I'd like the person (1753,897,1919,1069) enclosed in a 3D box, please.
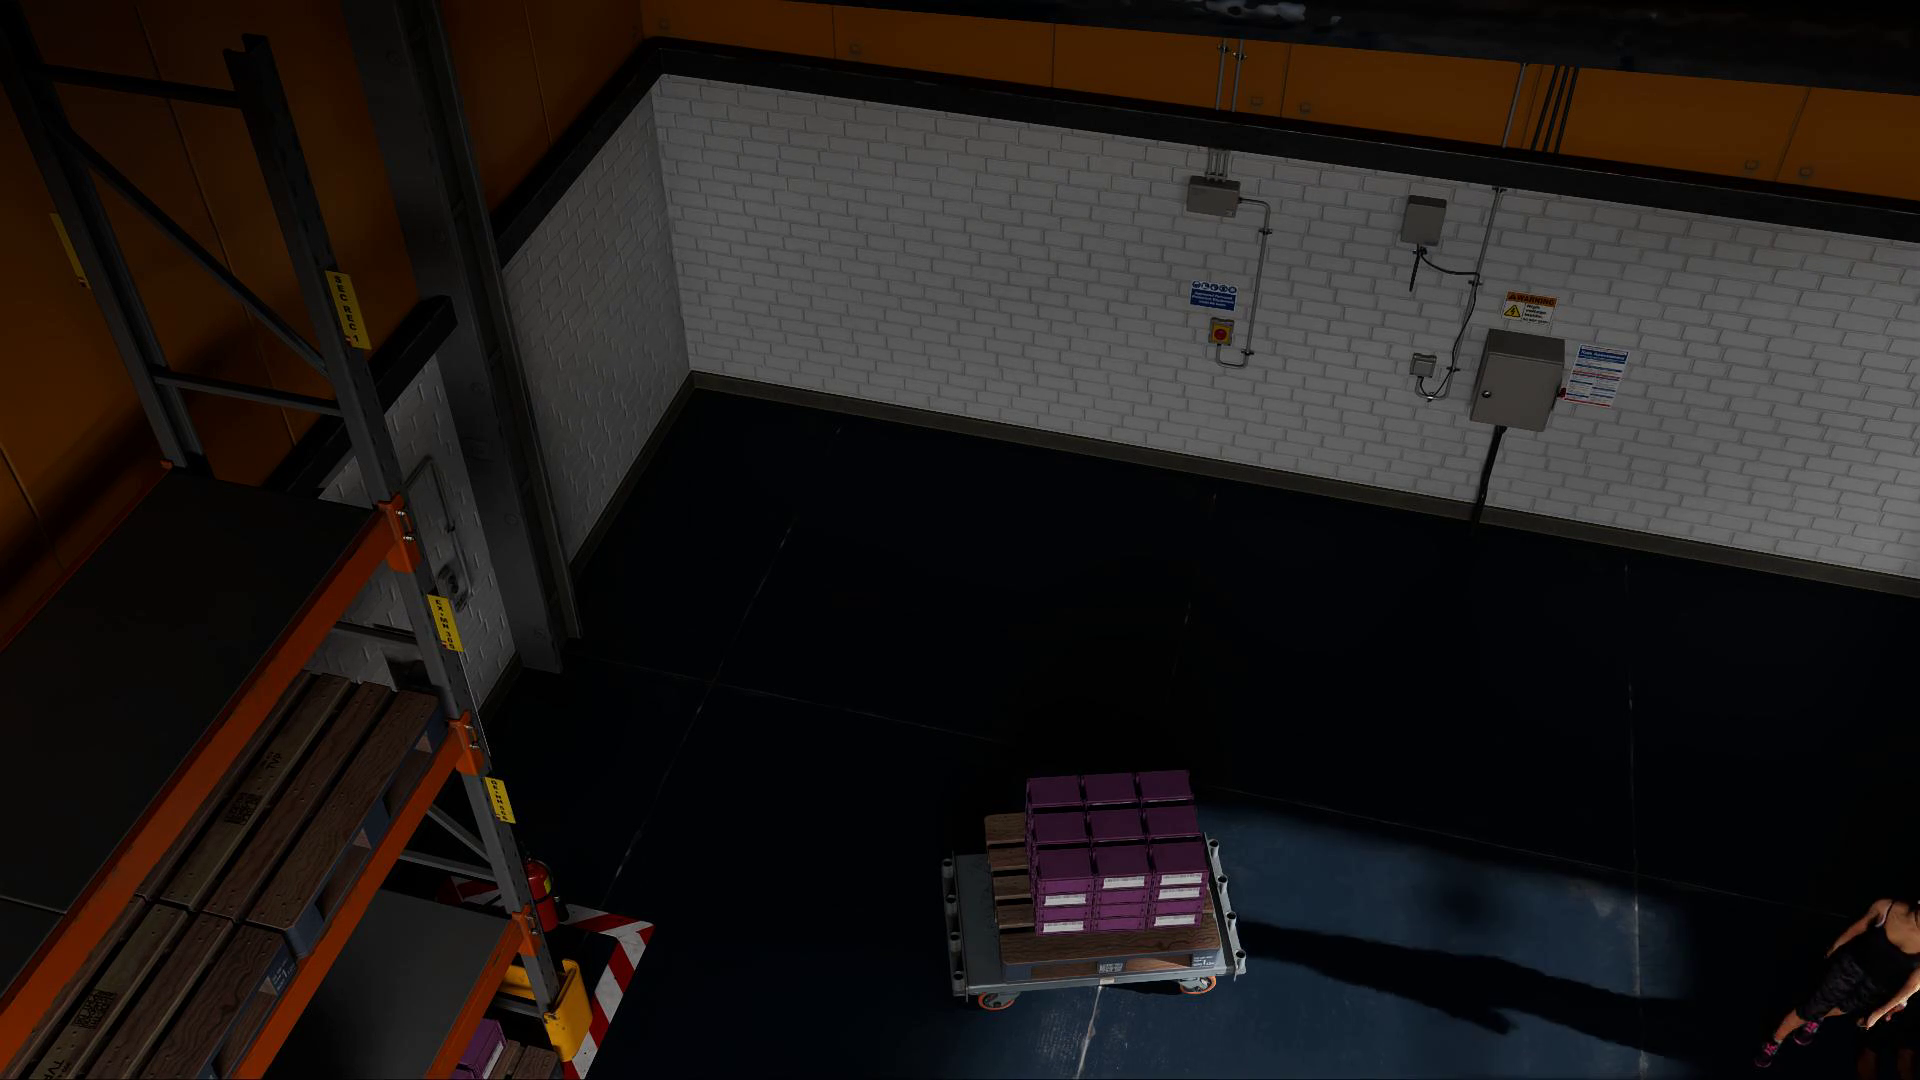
[{"bbox_3d":[4.819,2.228,8.703,0.943,1.693,0.846,-30,51,-28],"label":"person"}]
